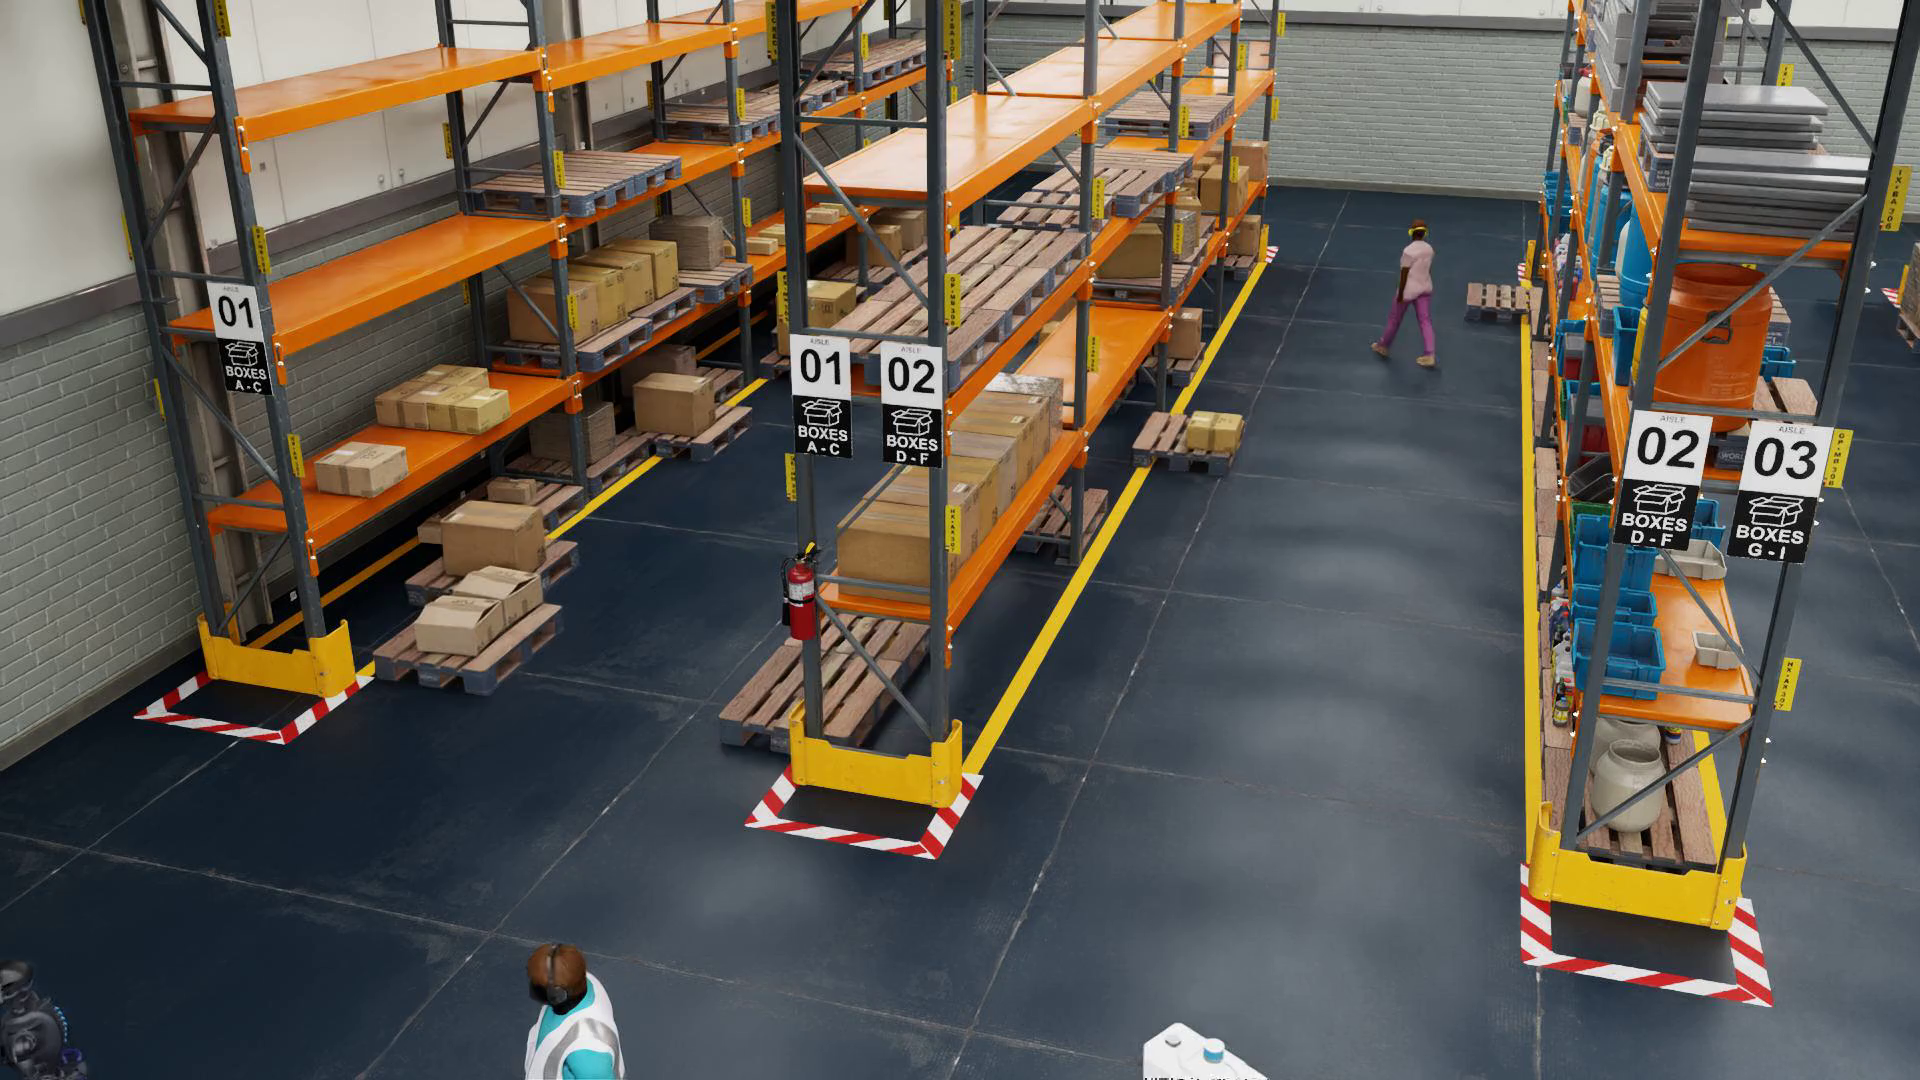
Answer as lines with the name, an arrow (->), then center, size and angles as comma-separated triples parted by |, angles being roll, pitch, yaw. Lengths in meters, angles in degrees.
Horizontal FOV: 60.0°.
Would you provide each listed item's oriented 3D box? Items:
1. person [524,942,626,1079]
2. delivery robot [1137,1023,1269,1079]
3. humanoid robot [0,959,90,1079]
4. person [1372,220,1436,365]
person -> -1.671, 2.541, 7.297 | 0.429, 1.841, 0.632 | -8, 25, -19
delivery robot -> 1.248, 2.779, 8.384 | 0.499, 0.608, 0.806 | -20, 30, -38
humanoid robot -> -4.101, 2.561, 7.506 | 0.776, 1.619, 0.589 | -12, 26, -25
person -> 5.553, -3.039, 20.351 | 0.547, 1.740, 0.973 | -12, 26, -25
